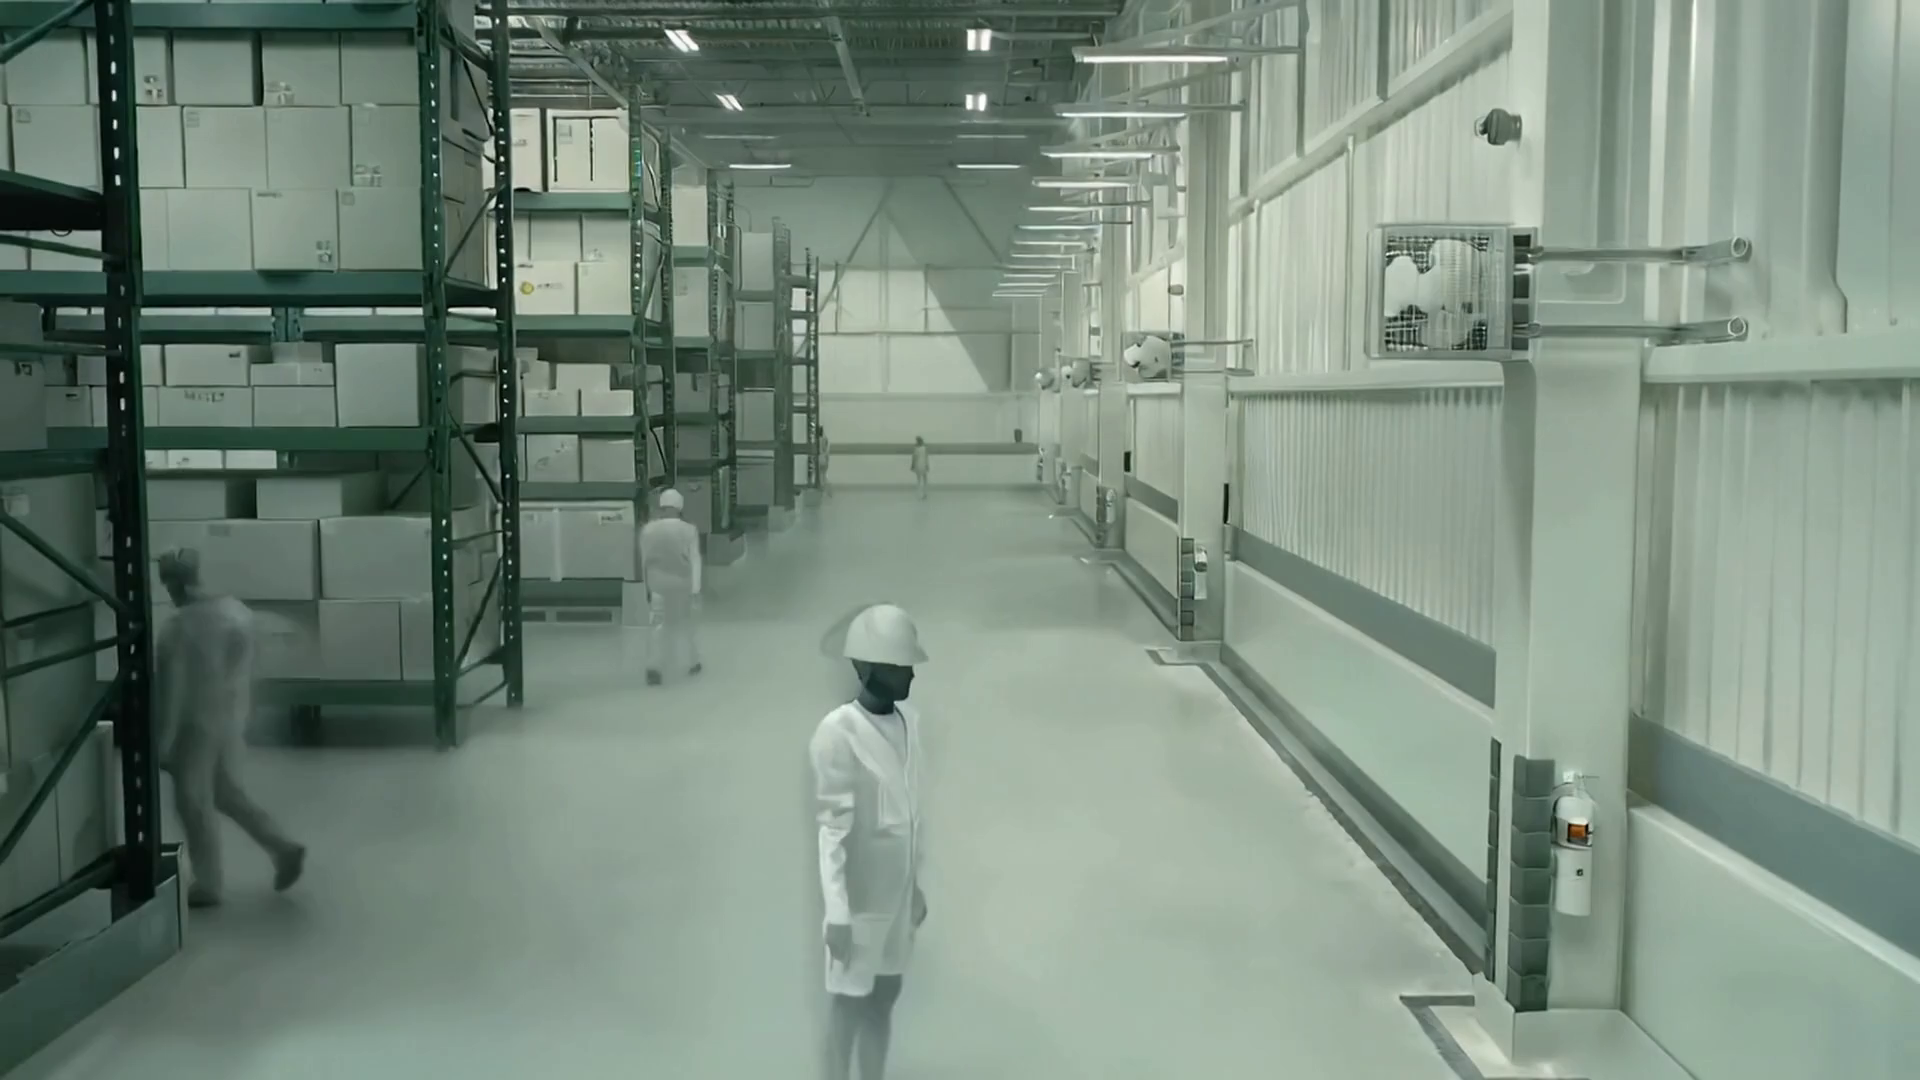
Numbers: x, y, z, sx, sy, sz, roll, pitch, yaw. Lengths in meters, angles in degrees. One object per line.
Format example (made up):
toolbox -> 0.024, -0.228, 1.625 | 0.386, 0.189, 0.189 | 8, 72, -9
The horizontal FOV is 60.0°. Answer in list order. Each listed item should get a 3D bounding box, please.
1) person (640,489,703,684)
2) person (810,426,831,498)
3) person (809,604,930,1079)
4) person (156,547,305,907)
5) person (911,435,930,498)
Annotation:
person -> -2.663, 0.420, 15.345 | 0.613, 1.785, 0.951 | 1, 5, 11
person -> -3.632, -2.033, 43.250 | 0.549, 1.915, 0.887 | -2, 5, -24
person -> -0.267, 1.177, 5.623 | 0.376, 1.936, 0.549 | 3, 6, 30
person -> -3.760, 0.964, 8.467 | 0.628, 1.878, 0.643 | 1, 5, 10
person -> -1.026, -1.896, 43.163 | 0.522, 1.636, 0.310 | 2, 5, 23
